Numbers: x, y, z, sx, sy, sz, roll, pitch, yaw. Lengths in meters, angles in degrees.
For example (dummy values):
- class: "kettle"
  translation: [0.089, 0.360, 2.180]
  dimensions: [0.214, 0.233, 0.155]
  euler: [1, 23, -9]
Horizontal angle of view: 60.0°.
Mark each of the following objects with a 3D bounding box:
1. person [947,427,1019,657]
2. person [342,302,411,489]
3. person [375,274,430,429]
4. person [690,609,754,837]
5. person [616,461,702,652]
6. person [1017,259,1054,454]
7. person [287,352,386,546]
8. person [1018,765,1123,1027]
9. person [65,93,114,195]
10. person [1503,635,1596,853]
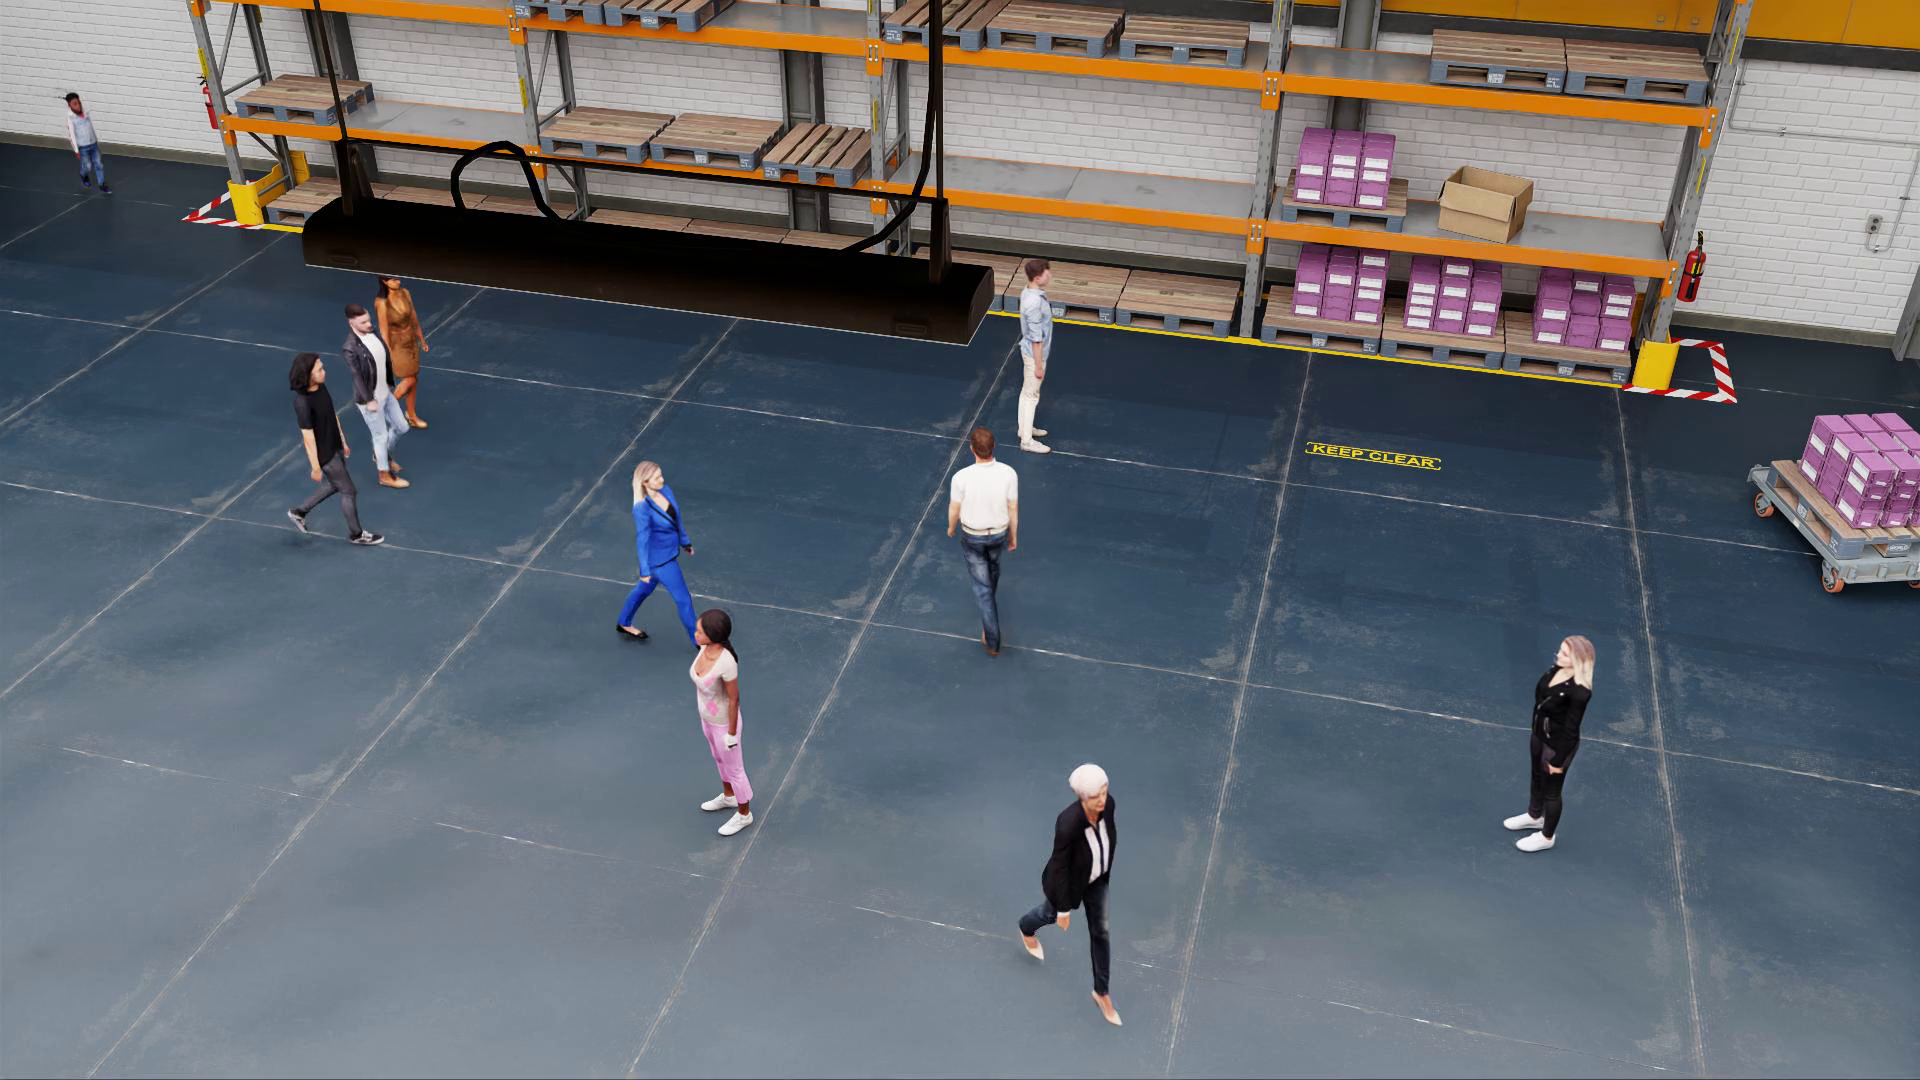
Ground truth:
- class: "person"
  translation: [0.205, 0.055, 12.516]
  dimensions: [1.153, 1.817, 1.083]
  euler: [-9, 35, -14]
- class: "person"
  translation: [-5.185, -1.261, 14.495]
  dimensions: [0.641, 1.819, 0.668]
  euler: [6, 34, 9]
- class: "person"
  translation: [-5.245, -1.792, 15.422]
  dimensions: [0.668, 1.676, 0.572]
  euler: [12, 35, 17]
- class: "person"
  translation: [-1.561, 1.177, 10.897]
  dimensions: [0.715, 1.741, 0.653]
  euler: [-18, 38, -25]
- class: "person"
  translation: [-2.354, 0.137, 12.540]
  dimensions: [1.164, 1.655, 0.714]
  euler: [5, 34, 8]
- class: "person"
  translation: [0.675, -1.700, 15.130]
  dimensions: [0.636, 1.847, 0.709]
  euler: [0, 34, -1]
- class: "person"
  translation: [-5.315, -0.742, 13.722]
  dimensions: [1.083, 1.811, 0.856]
  euler: [-3, 34, -5]
- class: "person"
  translation: [0.615, 1.970, 9.633]
  dimensions: [1.166, 1.750, 1.188]
  euler: [-21, 39, -29]
- class: "person"
  translation: [-10.781, -4.898, 20.481]
  dimensions: [0.793, 1.250, 0.635]
  euler: [23, 40, 30]
- class: "person"
  translation: [3.863, 1.298, 10.766]
  dimensions: [0.634, 1.685, 0.659]
  euler: [-1, 34, -2]
